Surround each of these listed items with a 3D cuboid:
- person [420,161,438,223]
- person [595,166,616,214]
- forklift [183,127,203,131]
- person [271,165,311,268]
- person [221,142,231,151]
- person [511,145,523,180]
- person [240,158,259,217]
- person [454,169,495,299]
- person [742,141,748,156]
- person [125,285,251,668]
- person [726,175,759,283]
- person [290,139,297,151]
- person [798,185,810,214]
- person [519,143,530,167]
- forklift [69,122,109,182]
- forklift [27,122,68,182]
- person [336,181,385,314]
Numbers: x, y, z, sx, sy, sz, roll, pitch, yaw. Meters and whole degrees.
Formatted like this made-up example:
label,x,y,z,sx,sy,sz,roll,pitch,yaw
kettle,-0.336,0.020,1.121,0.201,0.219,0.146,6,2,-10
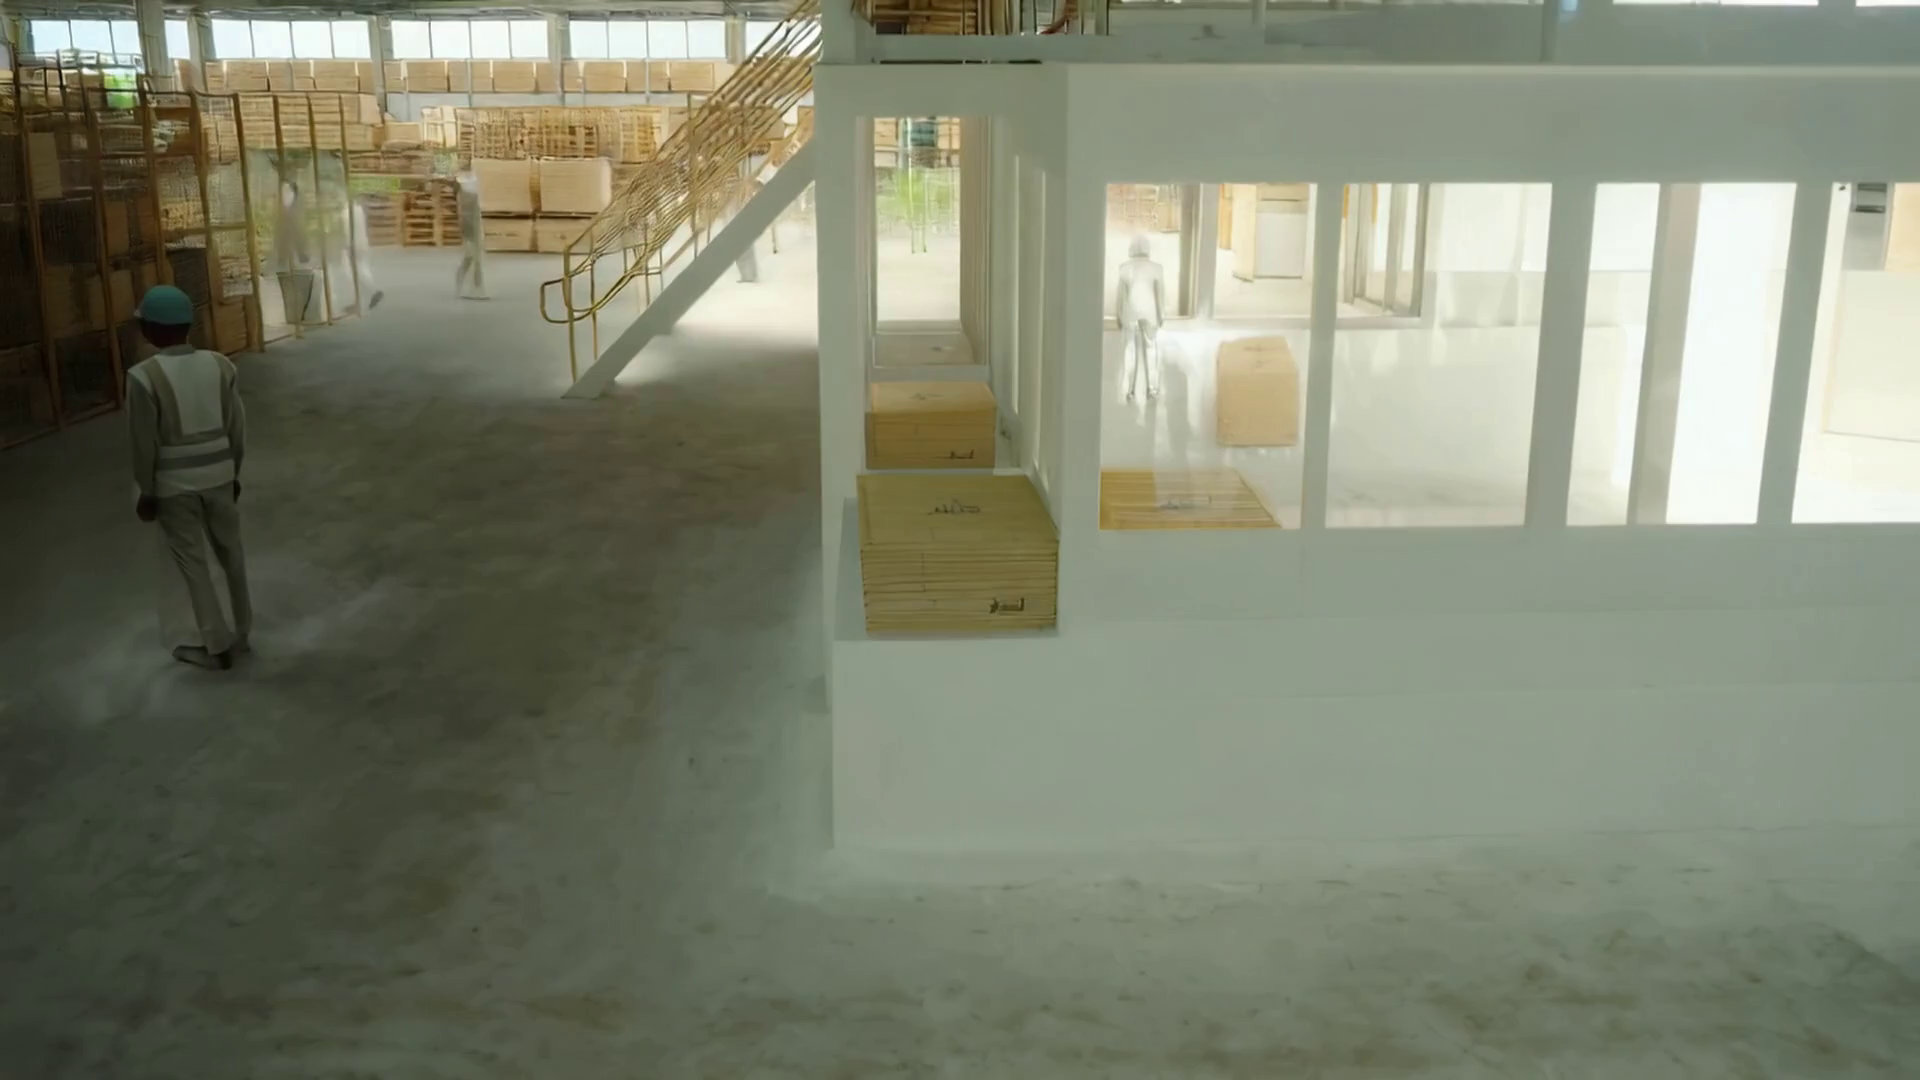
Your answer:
label,x,y,z,sx,sy,sz,roll,pitch,yaw
person,-13.010,-8.249,40.384,0.810,1.854,0.582,0,14,0
person,-8.656,-8.178,40.348,0.837,1.726,0.537,7,16,26
forklift,-39.176,-19.985,85.211,1.129,2.768,1.873,-1,14,-2
person,-13.040,-6.295,32.196,1.014,2.000,0.720,3,14,11
person,-34.644,-17.850,78.643,0.607,1.901,0.953,-2,14,-10
person,-20.004,-16.926,75.205,1.008,1.779,0.583,0,14,-2
person,-17.079,-8.195,39.995,0.361,1.939,0.542,5,15,19
person,-7.773,-4.830,26.367,0.630,2.042,0.558,13,19,42
person,-9.840,-17.226,76.011,0.584,1.974,0.659,2,14,10
person,-3.929,-0.319,8.493,0.377,1.950,0.610,8,16,28
person,-3.784,-5.399,28.948,0.612,1.876,0.594,-4,15,-16
person,-36.677,-21.150,91.780,0.357,1.938,0.545,10,17,34
person,-4.894,-10.909,51.066,0.547,1.835,0.623,0,14,-2
person,-19.811,-17.164,75.955,0.431,1.881,0.670,7,16,26
forklift,-37.845,-16.685,72.019,1.129,2.768,1.873,-1,14,-2
forklift,-35.376,-14.773,64.377,1.129,2.768,1.873,-1,14,-2
person,-8.859,-4.284,24.405,0.587,1.928,0.654,-9,17,-33
